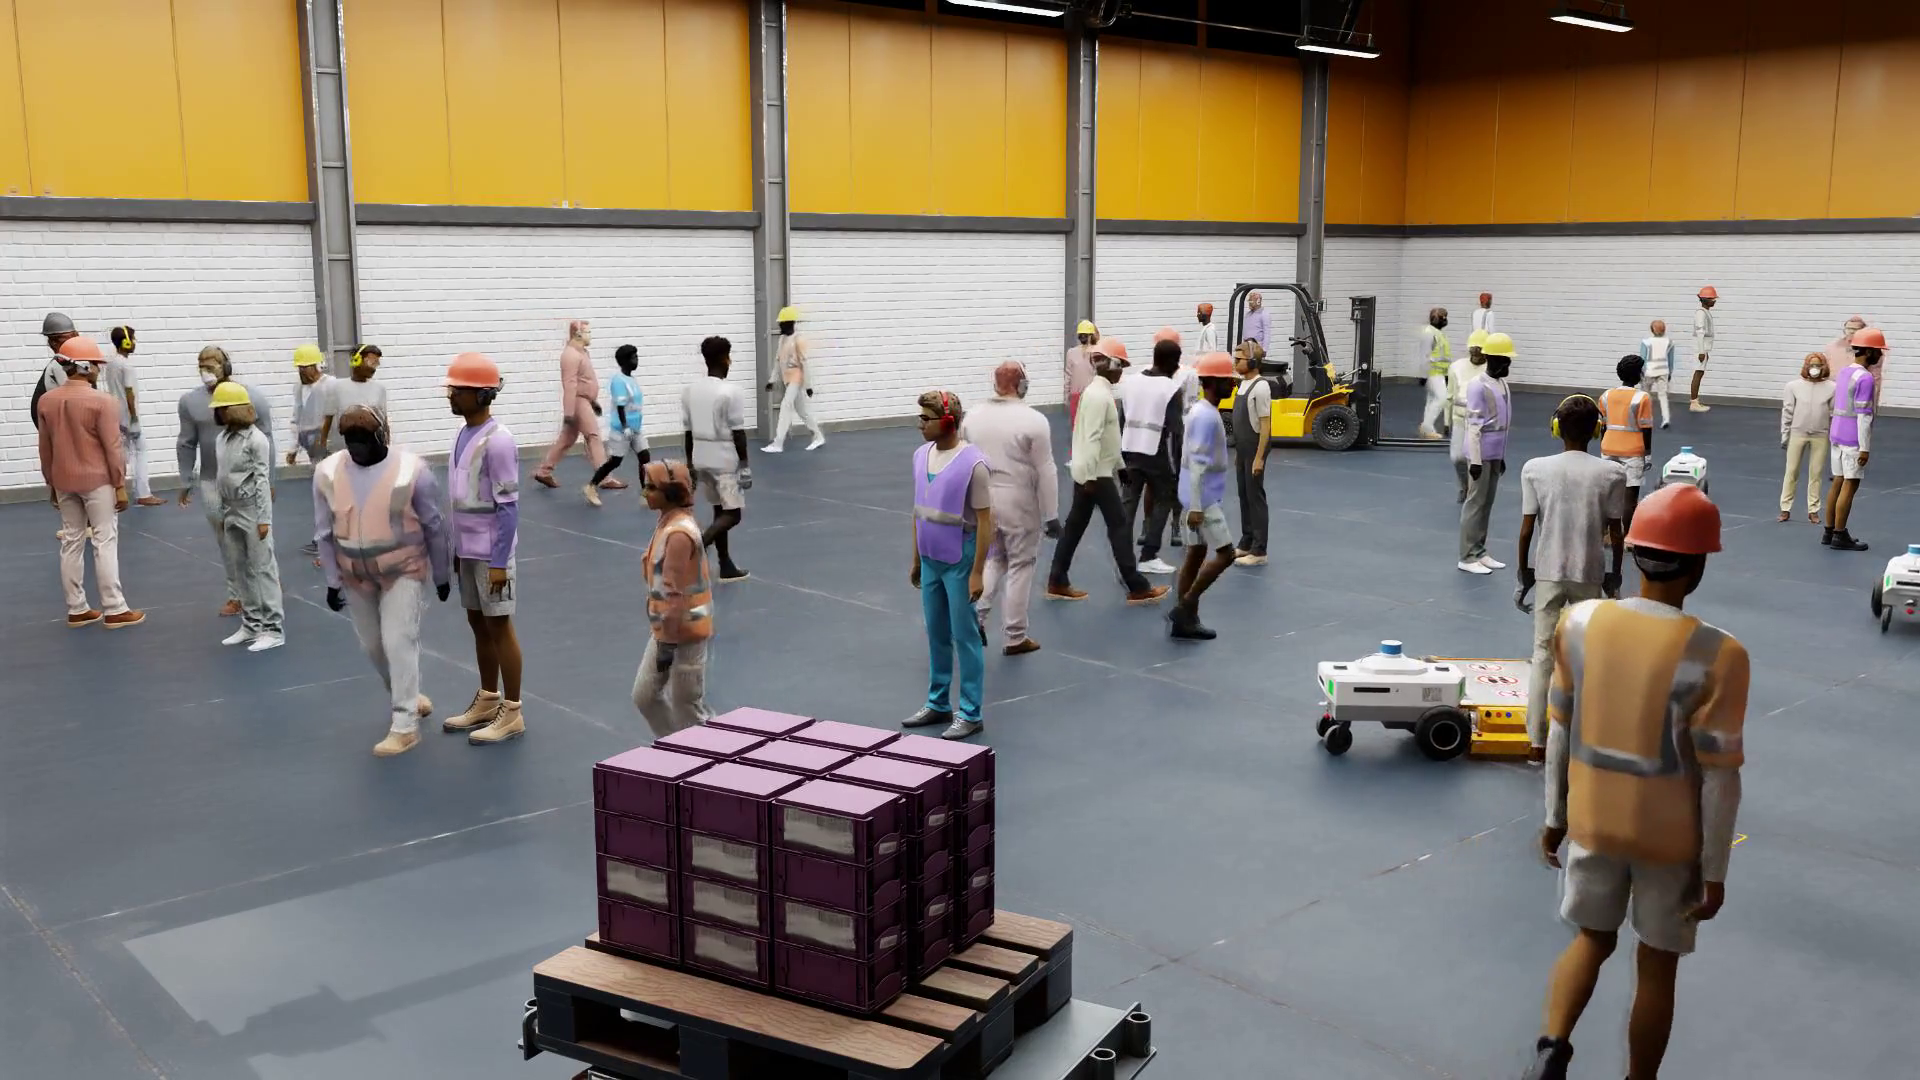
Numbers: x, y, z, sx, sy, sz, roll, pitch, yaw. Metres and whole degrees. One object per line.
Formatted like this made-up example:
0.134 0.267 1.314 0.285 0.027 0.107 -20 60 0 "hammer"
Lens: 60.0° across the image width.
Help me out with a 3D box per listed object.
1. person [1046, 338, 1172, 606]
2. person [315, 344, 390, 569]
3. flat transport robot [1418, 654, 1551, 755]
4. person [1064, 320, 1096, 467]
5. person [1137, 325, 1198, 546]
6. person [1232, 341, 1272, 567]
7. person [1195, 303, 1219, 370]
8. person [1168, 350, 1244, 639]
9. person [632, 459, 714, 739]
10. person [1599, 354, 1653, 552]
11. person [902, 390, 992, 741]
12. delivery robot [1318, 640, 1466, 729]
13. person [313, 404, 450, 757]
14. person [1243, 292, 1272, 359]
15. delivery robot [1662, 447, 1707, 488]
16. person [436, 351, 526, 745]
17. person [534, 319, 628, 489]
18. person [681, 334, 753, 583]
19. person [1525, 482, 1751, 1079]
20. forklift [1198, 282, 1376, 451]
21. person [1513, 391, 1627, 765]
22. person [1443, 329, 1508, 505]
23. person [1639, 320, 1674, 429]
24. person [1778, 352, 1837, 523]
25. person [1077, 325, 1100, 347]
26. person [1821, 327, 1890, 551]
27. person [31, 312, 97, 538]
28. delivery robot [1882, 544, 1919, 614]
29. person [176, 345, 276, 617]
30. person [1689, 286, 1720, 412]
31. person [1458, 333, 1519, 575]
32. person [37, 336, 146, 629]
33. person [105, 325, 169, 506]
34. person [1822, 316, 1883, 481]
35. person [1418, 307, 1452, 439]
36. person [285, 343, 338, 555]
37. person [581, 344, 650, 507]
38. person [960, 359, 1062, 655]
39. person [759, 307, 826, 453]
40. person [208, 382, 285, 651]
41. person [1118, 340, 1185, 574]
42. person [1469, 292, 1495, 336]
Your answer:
1.088 -0.489 12.116 0.984 1.927 0.628 0 10 0 "person"
-4.960 -0.682 13.568 0.660 1.818 0.338 -7 12 -34 "person"
2.941 0.870 9.017 0.652 0.197 1.431 1 10 4 "flat transport robot"
1.497 -1.749 19.977 0.525 1.772 0.304 4 11 23 "person"
1.796 -0.904 14.540 0.552 1.932 0.377 2 10 12 "person"
2.376 -0.705 13.640 0.327 1.843 0.516 -2 10 -10 "person"
3.467 -2.392 23.409 0.359 1.882 0.575 0 10 1 "person"
1.597 -0.273 10.874 0.476 1.922 0.586 1 10 8 "person"
-1.302 0.439 7.598 0.393 1.624 0.524 -4 10 -20 "person"
5.716 -0.742 14.293 0.318 1.697 0.535 -6 11 -31 "person"
-0.044 0.127 8.783 0.379 1.839 0.566 -8 12 -38 "person"
2.212 0.760 8.559 0.707 0.478 0.477 1 10 4 "delivery robot"
-2.966 0.167 8.677 0.638 1.804 0.737 1 10 5 "person"
5.082 -3.312 28.726 0.399 1.908 0.643 -5 11 -25 "person"
7.498 -0.719 17.200 0.477 0.478 0.707 6 11 30 "delivery robot"
-2.506 0.040 8.686 0.369 2.048 0.607 -8 12 -38 "person"
-4.176 -1.462 18.045 0.989 1.866 0.654 -2 10 -11 "person"
-1.894 -0.589 12.660 0.610 1.943 0.744 8 13 40 "person"
1.848 0.801 4.596 0.598 1.925 0.567 -9 13 -42 "person"
4.328 -2.346 22.227 2.313 2.155 1.214 3 10 16 "forklift"
3.015 0.202 8.241 0.515 1.876 0.328 4 10 20 "person"
5.115 -1.188 16.528 0.619 1.818 0.420 4 11 24 "person"
10.283 -2.447 24.544 0.531 1.595 0.853 0 10 3 "person"
8.080 -0.972 15.816 0.501 1.633 0.283 4 11 23 "person"
1.728 -2.053 22.140 0.500 1.636 0.280 6 12 33 "person"
7.749 -0.869 14.375 0.390 1.930 0.539 1 10 6 "person"
-8.077 -1.039 15.021 0.537 2.000 0.688 -3 10 -16 "person"
6.541 0.275 11.401 0.477 0.478 0.707 6 11 31 "delivery robot"
-5.121 -0.399 11.639 0.635 1.925 0.455 2 10 10 "person"
12.134 -3.109 27.136 0.371 2.044 0.608 5 11 27 "person"
4.250 -0.696 13.347 0.385 1.925 0.591 8 12 38 "person"
-5.944 -0.385 11.338 0.612 1.990 0.392 2 10 14 "person"
-8.441 -1.229 16.707 0.524 1.850 0.717 8 13 40 "person"
10.159 -1.633 19.019 0.952 1.867 0.640 -8 12 -38 "person"
6.598 -2.299 23.024 0.453 1.826 0.629 5 11 28 "person"
-5.525 -0.778 14.238 0.600 1.796 0.710 7 12 35 "person"
-3.414 -1.145 16.734 0.813 1.665 0.531 2 10 13 "person"
0.327 -0.199 10.540 0.657 1.893 0.410 8 13 40 "person"
-2.149 -2.073 21.579 0.974 1.889 0.595 -5 11 -27 "person"
-4.629 -0.153 10.729 0.485 1.738 0.320 6 11 32 "person"
1.470 -0.655 13.276 0.645 1.874 0.462 8 13 40 "person"
9.370 -3.490 29.826 0.337 1.882 0.585 -4 11 -23 "person"
